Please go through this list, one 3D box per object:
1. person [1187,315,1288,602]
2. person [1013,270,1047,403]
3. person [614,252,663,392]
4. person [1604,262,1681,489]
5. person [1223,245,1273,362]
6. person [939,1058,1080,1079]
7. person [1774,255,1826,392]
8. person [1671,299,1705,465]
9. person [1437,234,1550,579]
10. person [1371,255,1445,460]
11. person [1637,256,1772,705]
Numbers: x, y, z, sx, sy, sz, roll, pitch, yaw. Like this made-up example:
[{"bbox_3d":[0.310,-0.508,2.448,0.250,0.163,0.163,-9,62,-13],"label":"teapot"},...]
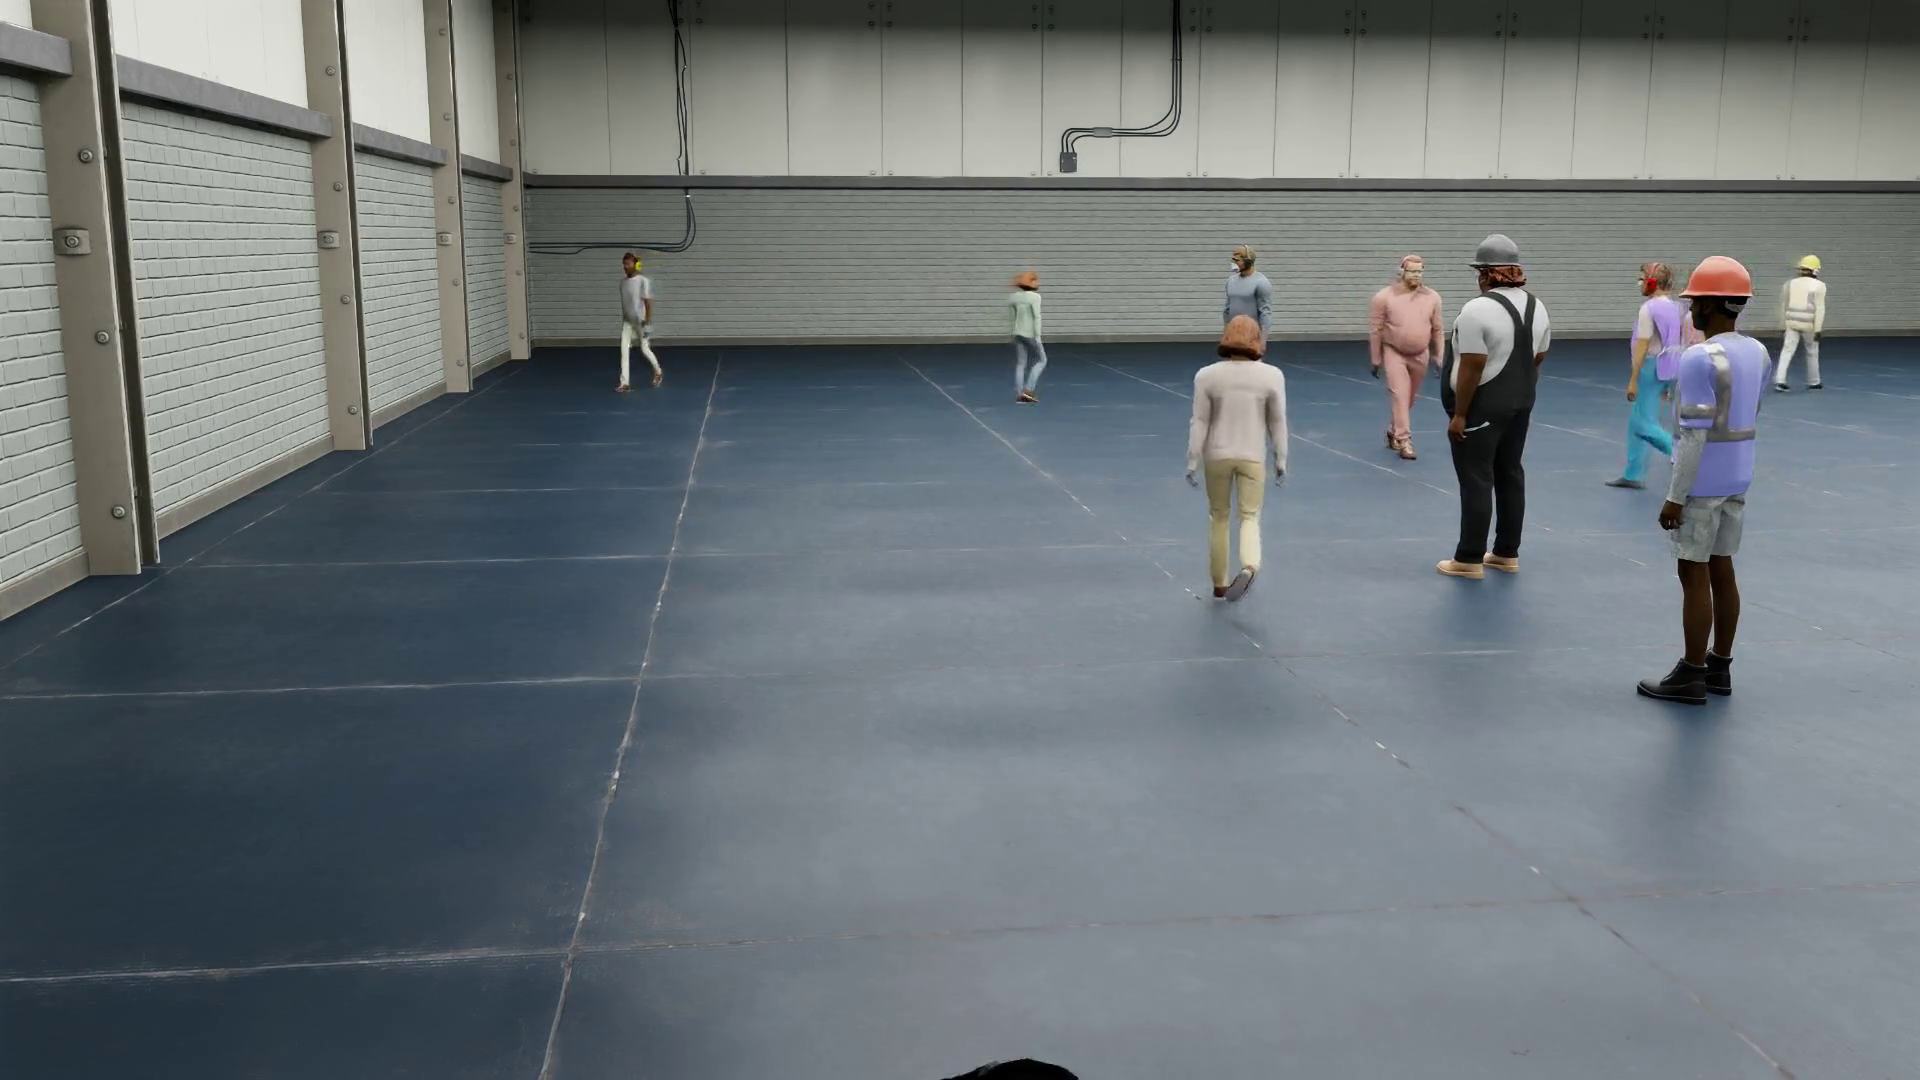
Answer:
[{"bbox_3d":[1.511,-0.421,9.064,0.544,1.602,0.632,2,10,9],"label":"person"},{"bbox_3d":[0.849,-2.468,20.234,0.387,1.616,0.531,-8,13,-37],"label":"person"},{"bbox_3d":[-4.257,-2.889,22.019,0.520,1.830,0.949,5,11,24],"label":"person"},{"bbox_3d":[5.541,-1.277,13.169,0.718,1.824,0.579,8,13,39],"label":"person"},{"bbox_3d":[2.964,-2.084,17.289,0.378,1.937,0.628,-7,12,-32],"label":"person"},{"bbox_3d":[-0.197,0.874,1.035,0.628,1.942,0.591,-4,11,-22],"label":"person"},{"bbox_3d":[11.013,-2.818,21.733,0.915,1.788,0.607,-7,12,-32],"label":"person"},{"bbox_3d":[6.530,-1.475,14.768,0.311,1.636,0.521,7,12,33],"label":"person"},{"bbox_3d":[3.135,-0.798,9.948,0.689,2.000,0.538,-7,12,-33],"label":"person"},{"bbox_3d":[4.149,-1.712,15.489,0.646,1.860,0.997,-1,10,-3],"label":"person"},{"bbox_3d":[3.235,-0.252,7.235,0.546,1.938,0.362,-8,13,-37],"label":"person"}]
